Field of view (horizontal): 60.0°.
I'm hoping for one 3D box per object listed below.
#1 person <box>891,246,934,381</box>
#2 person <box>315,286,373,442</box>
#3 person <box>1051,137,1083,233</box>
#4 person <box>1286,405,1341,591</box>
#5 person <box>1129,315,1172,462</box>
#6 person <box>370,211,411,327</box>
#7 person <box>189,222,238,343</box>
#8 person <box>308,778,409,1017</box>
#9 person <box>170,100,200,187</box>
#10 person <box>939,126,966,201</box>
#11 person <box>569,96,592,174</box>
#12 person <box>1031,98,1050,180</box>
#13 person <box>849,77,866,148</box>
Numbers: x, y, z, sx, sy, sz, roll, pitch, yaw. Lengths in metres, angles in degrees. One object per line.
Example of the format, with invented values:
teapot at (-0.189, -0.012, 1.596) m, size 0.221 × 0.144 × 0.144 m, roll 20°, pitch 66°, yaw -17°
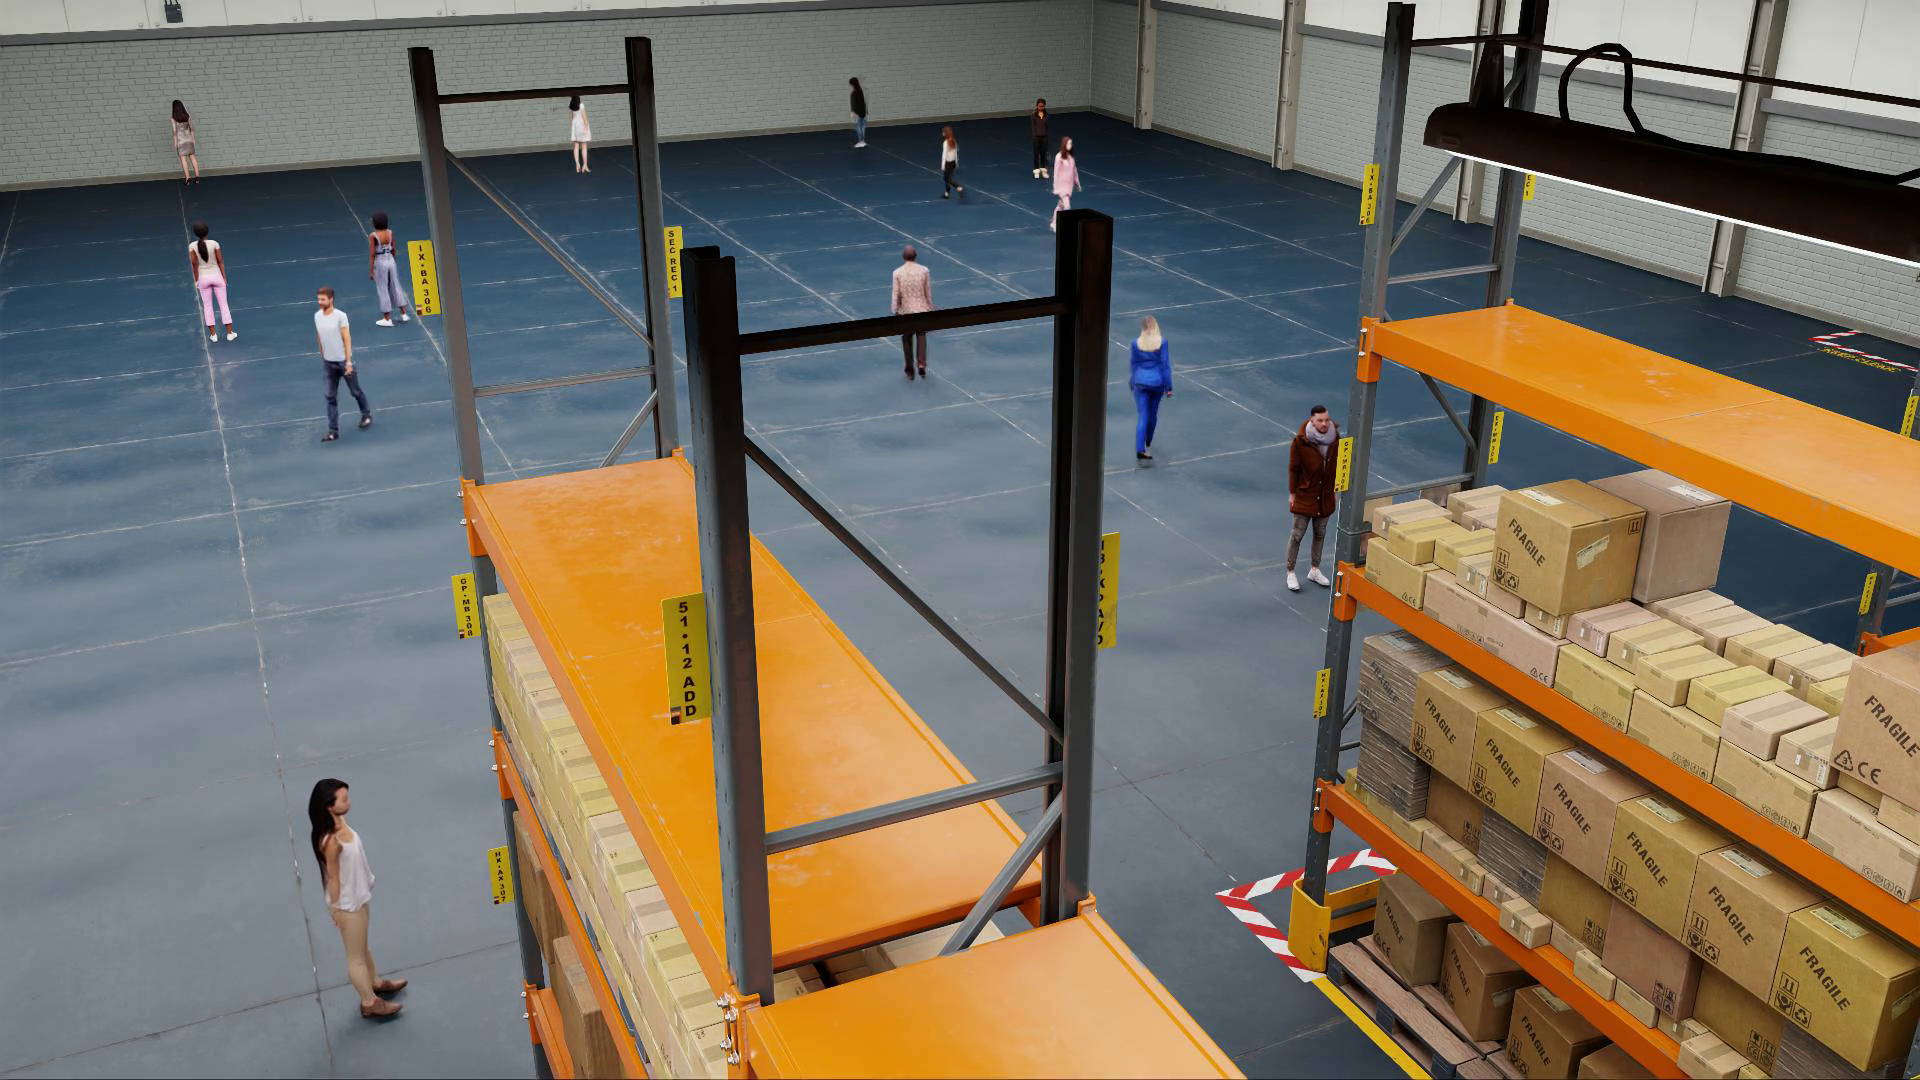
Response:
person at (-0.611, -3.002, 22.174) m, size 0.773 × 1.795 × 0.736 m, roll -5°, pitch 24°, yaw -11°
person at (-7.466, -2.164, 20.158) m, size 1.075 × 1.829 × 1.268 m, roll 4°, pitch 23°, yaw 9°
person at (1.843, -6.436, 30.291) m, size 0.861 × 1.761 × 1.159 m, roll -21°, pitch 31°, yaw -40°
person at (3.403, -0.427, 16.062) m, size 0.734 × 1.839 × 0.730 m, roll -7°, pitch 24°, yaw -16°
person at (2.198, -1.722, 19.356) m, size 1.012 × 1.643 × 1.216 m, roll 5°, pitch 24°, yaw 11°
person at (-8.530, -4.042, 24.750) m, size 0.766 × 1.691 × 0.762 m, roll 14°, pitch 27°, yaw 29°
person at (-10.789, -3.726, 23.945) m, size 0.602 × 1.740 × 0.546 m, roll -7°, pitch 24°, yaw -16°
person at (-3.756, 2.182, 10.163) m, size 0.644 × 1.653 × 0.598 m, roll 4°, pitch 23°, yaw 10°
person at (-16.170, -8.286, 34.663) m, size 0.661 × 1.745 × 0.673 m, roll 17°, pitch 28°, yaw 34°
person at (-0.156, -7.466, 33.093) m, size 0.983 × 1.463 × 0.834 m, roll 16°, pitch 28°, yaw 33°
person at (-8.226, -8.852, 35.958) m, size 0.760 × 1.773 × 0.835 m, roll 12°, pitch 26°, yaw 25°
person at (1.700, -8.576, 35.452) m, size 0.596 × 1.661 × 0.648 m, roll -8°, pitch 24°, yaw -18°
person at (-2.338, -10.045, 38.976) m, size 0.816 × 1.606 × 0.790 m, roll 18°, pitch 29°, yaw 36°
